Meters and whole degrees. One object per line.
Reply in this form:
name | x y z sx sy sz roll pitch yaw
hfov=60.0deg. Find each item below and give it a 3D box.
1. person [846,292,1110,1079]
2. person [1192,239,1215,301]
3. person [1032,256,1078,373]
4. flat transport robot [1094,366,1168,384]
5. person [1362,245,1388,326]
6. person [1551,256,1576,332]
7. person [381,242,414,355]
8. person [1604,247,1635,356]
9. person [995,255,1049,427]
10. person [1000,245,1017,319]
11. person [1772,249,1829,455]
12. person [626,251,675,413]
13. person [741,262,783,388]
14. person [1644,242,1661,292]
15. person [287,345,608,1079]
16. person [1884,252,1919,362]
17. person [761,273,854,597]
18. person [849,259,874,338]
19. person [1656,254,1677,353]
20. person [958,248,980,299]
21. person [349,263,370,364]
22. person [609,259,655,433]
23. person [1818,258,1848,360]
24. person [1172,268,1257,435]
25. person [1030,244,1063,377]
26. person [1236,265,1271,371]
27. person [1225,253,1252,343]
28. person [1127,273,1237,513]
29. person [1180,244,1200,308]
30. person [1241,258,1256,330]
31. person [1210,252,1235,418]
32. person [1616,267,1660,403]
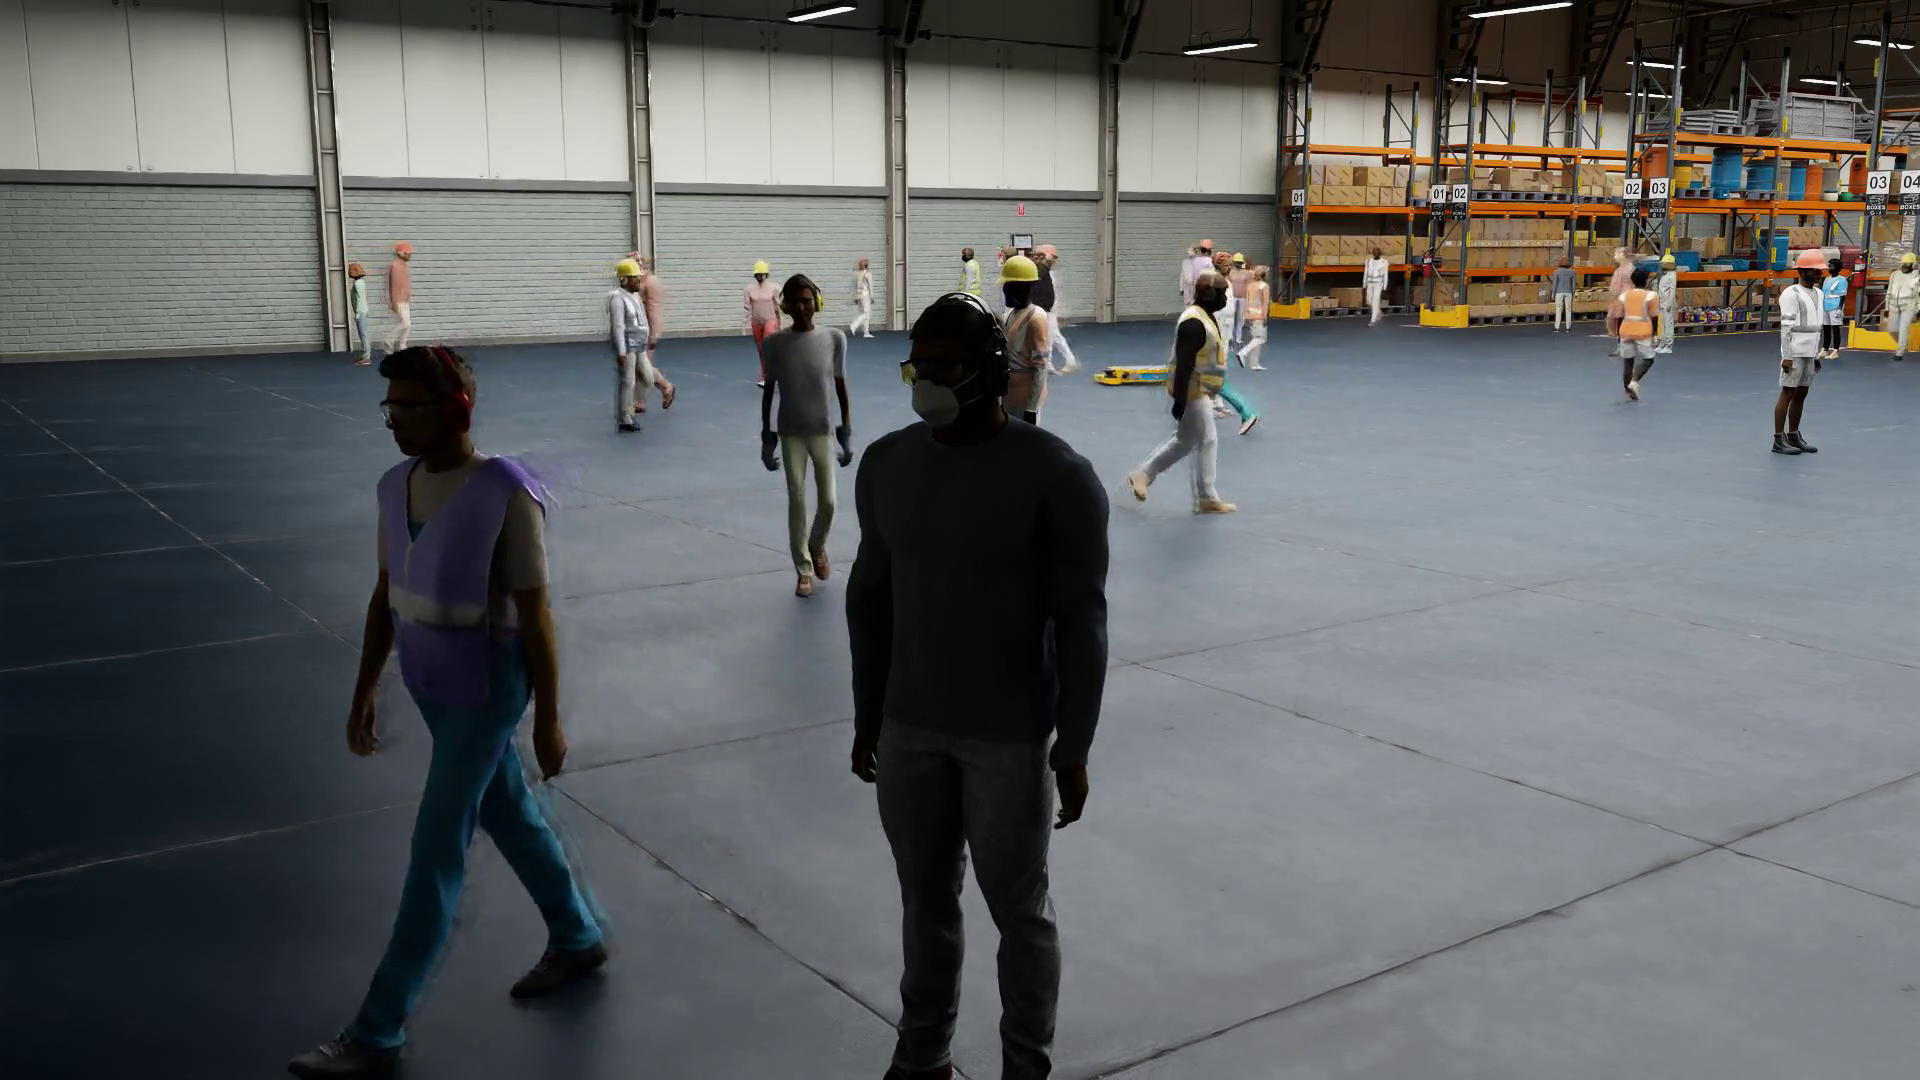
person | 0.020 0.425 3.710 0.635 1.937 0.354 6 12 31
person | 4.720 -4.886 32.613 0.655 2.028 0.615 -7 12 -34
person | 1.313 -3.419 25.249 1.033 1.789 0.631 -1 10 -7
flat transport robot | 2.657 -2.326 23.366 1.431 0.197 0.652 -2 11 -10
person | 9.626 -5.870 38.431 0.590 1.862 0.651 10 14 44
person | 13.073 -5.319 36.032 0.499 1.634 0.279 1 10 6
person | -9.401 -4.018 27.961 0.531 1.973 0.642 0 10 0
person | 11.388 -4.106 28.694 0.426 1.885 0.661 1 10 6
person | 0.412 -0.973 11.400 0.360 1.929 0.587 -4 11 -20
person | 0.748 -3.259 23.906 0.353 1.936 0.633 0 10 1
person | 8.004 -1.780 15.800 0.545 1.938 0.360 -7 12 -32
person | -3.694 -2.413 19.406 0.546 1.886 0.660 -9 14 -42
person | -2.723 -2.963 22.894 0.549 1.715 0.924 2 11 11
person | 17.064 -6.315 40.739 1.010 1.910 0.634 -8 13 -36
person | -1.302 0.403 4.228 0.590 1.787 0.988 9 14 40
person | 15.644 -3.858 27.517 0.527 1.813 0.607 -7 12 -32
person | -0.884 -0.604 9.583 0.545 1.852 0.446 -1 10 -8
person | -2.002 -4.908 33.816 0.583 1.618 0.518 -6 12 -32
person | 12.564 -4.203 29.614 0.299 1.745 0.483 1 10 4
person | 0.176 -4.904 33.192 0.429 1.841 0.634 2 11 12
person | -9.745 -3.668 26.979 0.278 1.634 0.498 -2 11 -13
person | -3.449 -2.024 17.443 0.419 1.822 0.614 2 10 9
person | 14.669 -3.882 27.979 0.321 1.697 0.529 -1 10 -7
person | 2.679 -1.947 17.273 0.819 1.742 0.540 0 10 1
person | 1.149 -3.370 24.474 0.693 1.952 0.632 2 11 11
person | 4.485 -3.391 25.471 0.515 1.620 0.545 -4 11 -21
person | 5.383 -4.685 32.236 0.542 1.743 0.436 0 10 -1
person | 1.670 -1.103 12.484 0.796 1.804 0.664 3 11 14
person | 5.117 -5.565 36.676 0.436 1.890 0.670 -10 14 -44
person | 6.371 -5.473 36.989 0.515 1.599 0.827 10 14 44
person | 2.958 -2.338 19.009 0.356 1.883 0.573 7 12 34
person | 8.374 -2.533 20.593 0.393 1.685 0.551 -10 14 -43
